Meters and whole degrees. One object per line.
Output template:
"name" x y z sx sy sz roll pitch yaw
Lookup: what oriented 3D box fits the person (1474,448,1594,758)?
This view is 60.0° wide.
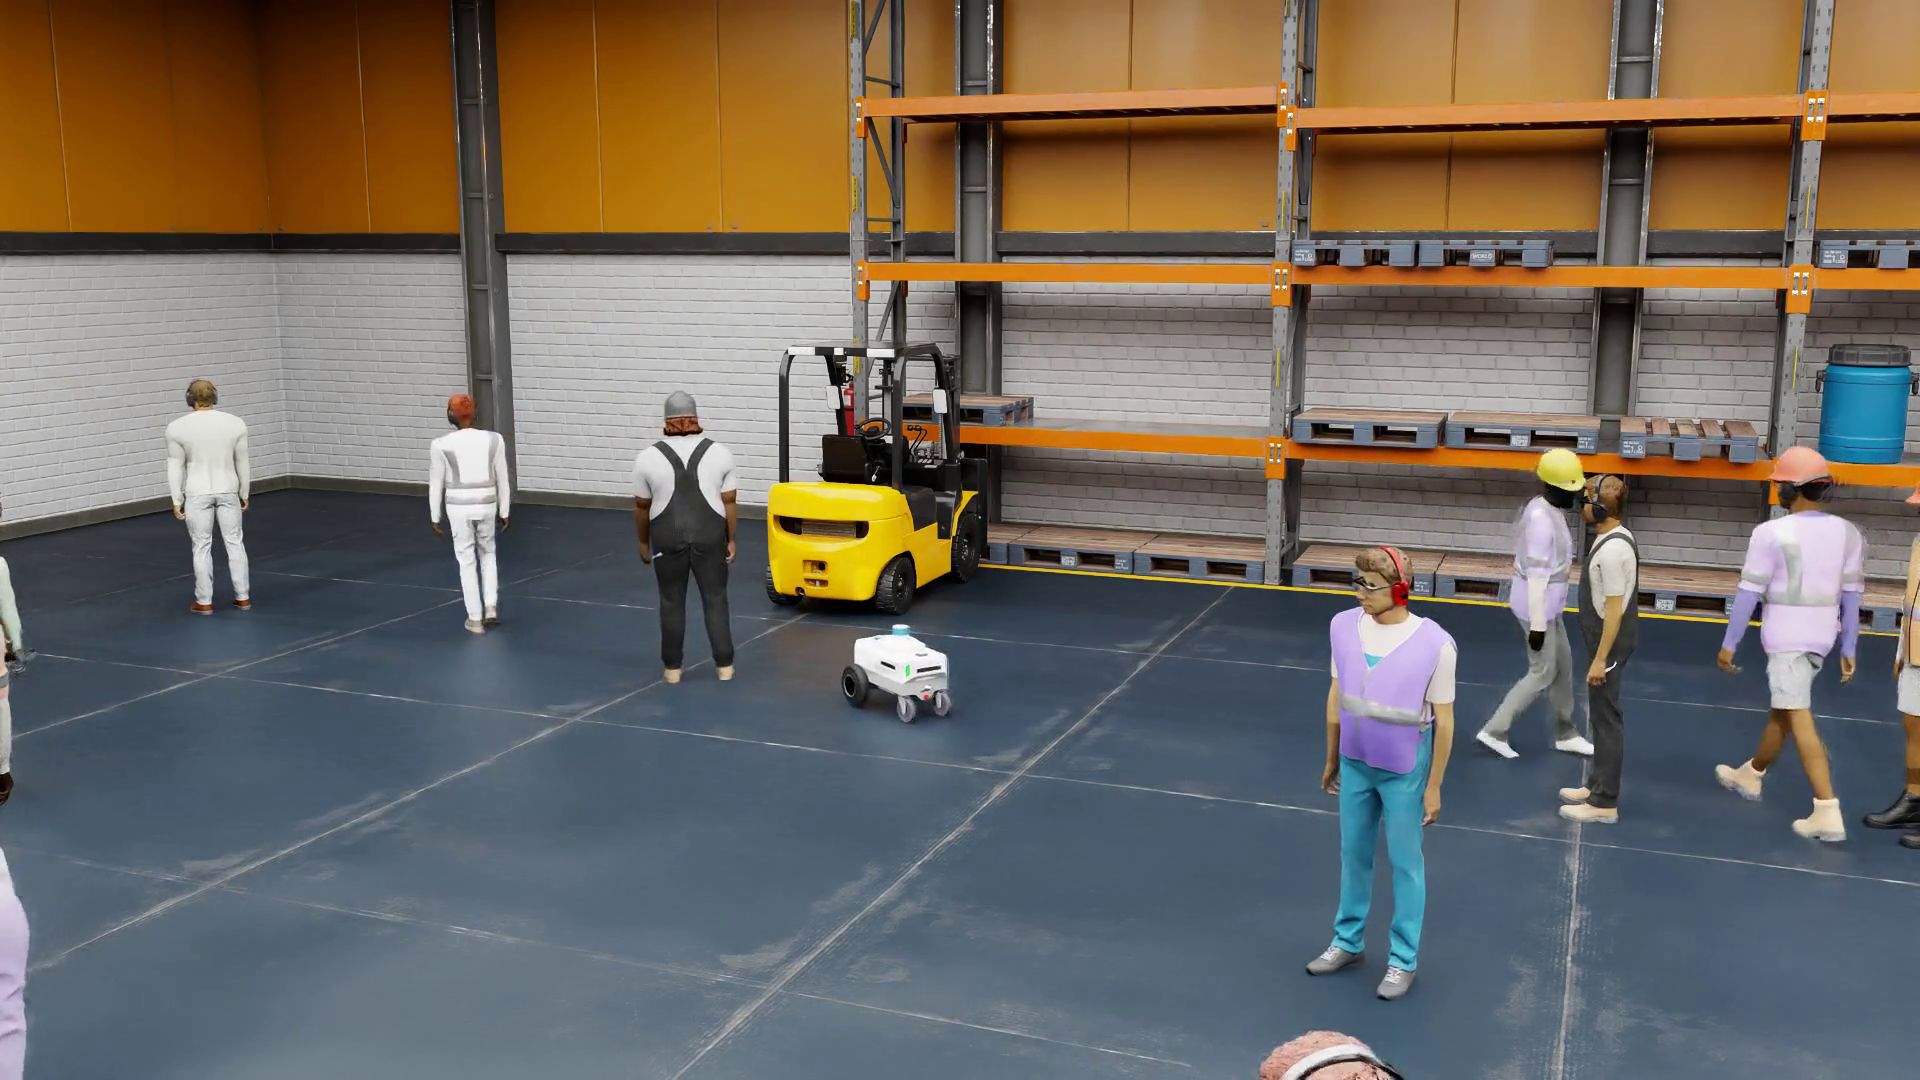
"person" 3.400 0.376 9.677 0.742 1.884 0.630 4 11 19

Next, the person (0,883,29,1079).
"person" -2.536 1.414 3.992 0.631 1.845 1.024 -1 10 -7

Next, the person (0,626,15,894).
"person" -4.018 0.916 6.531 0.373 1.925 0.595 4 11 23

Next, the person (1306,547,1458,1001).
"person" 1.729 0.925 6.734 0.392 1.837 0.564 -9 14 -42

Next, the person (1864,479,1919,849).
"person" 4.872 0.585 8.350 0.373 1.934 0.551 -1 10 -4

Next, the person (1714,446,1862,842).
"person" 4.349 0.513 8.657 0.636 1.989 1.072 -3 11 -16

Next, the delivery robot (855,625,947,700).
"delivery robot" -0.385 0.793 10.783 0.477 0.478 0.707 -7 12 -33

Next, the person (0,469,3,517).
"person" -8.258 -0.333 13.774 0.403 1.824 0.608 7 12 33

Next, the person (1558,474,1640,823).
"person" 3.364 0.567 8.715 0.351 1.843 0.506 4 11 23

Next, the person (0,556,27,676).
"person" -5.415 0.625 9.080 0.547 1.589 0.884 -7 13 -36

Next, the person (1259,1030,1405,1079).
"person" 0.633 1.638 2.660 0.458 1.874 0.678 5 11 24

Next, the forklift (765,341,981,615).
"forklift" -0.739 -0.602 14.246 1.214 2.155 2.313 4 11 21

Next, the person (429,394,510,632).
"person" -3.823 -0.209 12.949 0.595 1.869 0.426 -6 12 -31

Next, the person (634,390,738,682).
"person" -1.881 -0.028 11.475 0.692 2.000 0.536 -2 10 -10

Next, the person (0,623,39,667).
"person" -7.082 0.089 11.605 0.941 1.770 0.647 -6 12 -29

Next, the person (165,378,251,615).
"person" -6.133 -0.357 13.636 0.625 1.930 0.375 -7 12 -35
